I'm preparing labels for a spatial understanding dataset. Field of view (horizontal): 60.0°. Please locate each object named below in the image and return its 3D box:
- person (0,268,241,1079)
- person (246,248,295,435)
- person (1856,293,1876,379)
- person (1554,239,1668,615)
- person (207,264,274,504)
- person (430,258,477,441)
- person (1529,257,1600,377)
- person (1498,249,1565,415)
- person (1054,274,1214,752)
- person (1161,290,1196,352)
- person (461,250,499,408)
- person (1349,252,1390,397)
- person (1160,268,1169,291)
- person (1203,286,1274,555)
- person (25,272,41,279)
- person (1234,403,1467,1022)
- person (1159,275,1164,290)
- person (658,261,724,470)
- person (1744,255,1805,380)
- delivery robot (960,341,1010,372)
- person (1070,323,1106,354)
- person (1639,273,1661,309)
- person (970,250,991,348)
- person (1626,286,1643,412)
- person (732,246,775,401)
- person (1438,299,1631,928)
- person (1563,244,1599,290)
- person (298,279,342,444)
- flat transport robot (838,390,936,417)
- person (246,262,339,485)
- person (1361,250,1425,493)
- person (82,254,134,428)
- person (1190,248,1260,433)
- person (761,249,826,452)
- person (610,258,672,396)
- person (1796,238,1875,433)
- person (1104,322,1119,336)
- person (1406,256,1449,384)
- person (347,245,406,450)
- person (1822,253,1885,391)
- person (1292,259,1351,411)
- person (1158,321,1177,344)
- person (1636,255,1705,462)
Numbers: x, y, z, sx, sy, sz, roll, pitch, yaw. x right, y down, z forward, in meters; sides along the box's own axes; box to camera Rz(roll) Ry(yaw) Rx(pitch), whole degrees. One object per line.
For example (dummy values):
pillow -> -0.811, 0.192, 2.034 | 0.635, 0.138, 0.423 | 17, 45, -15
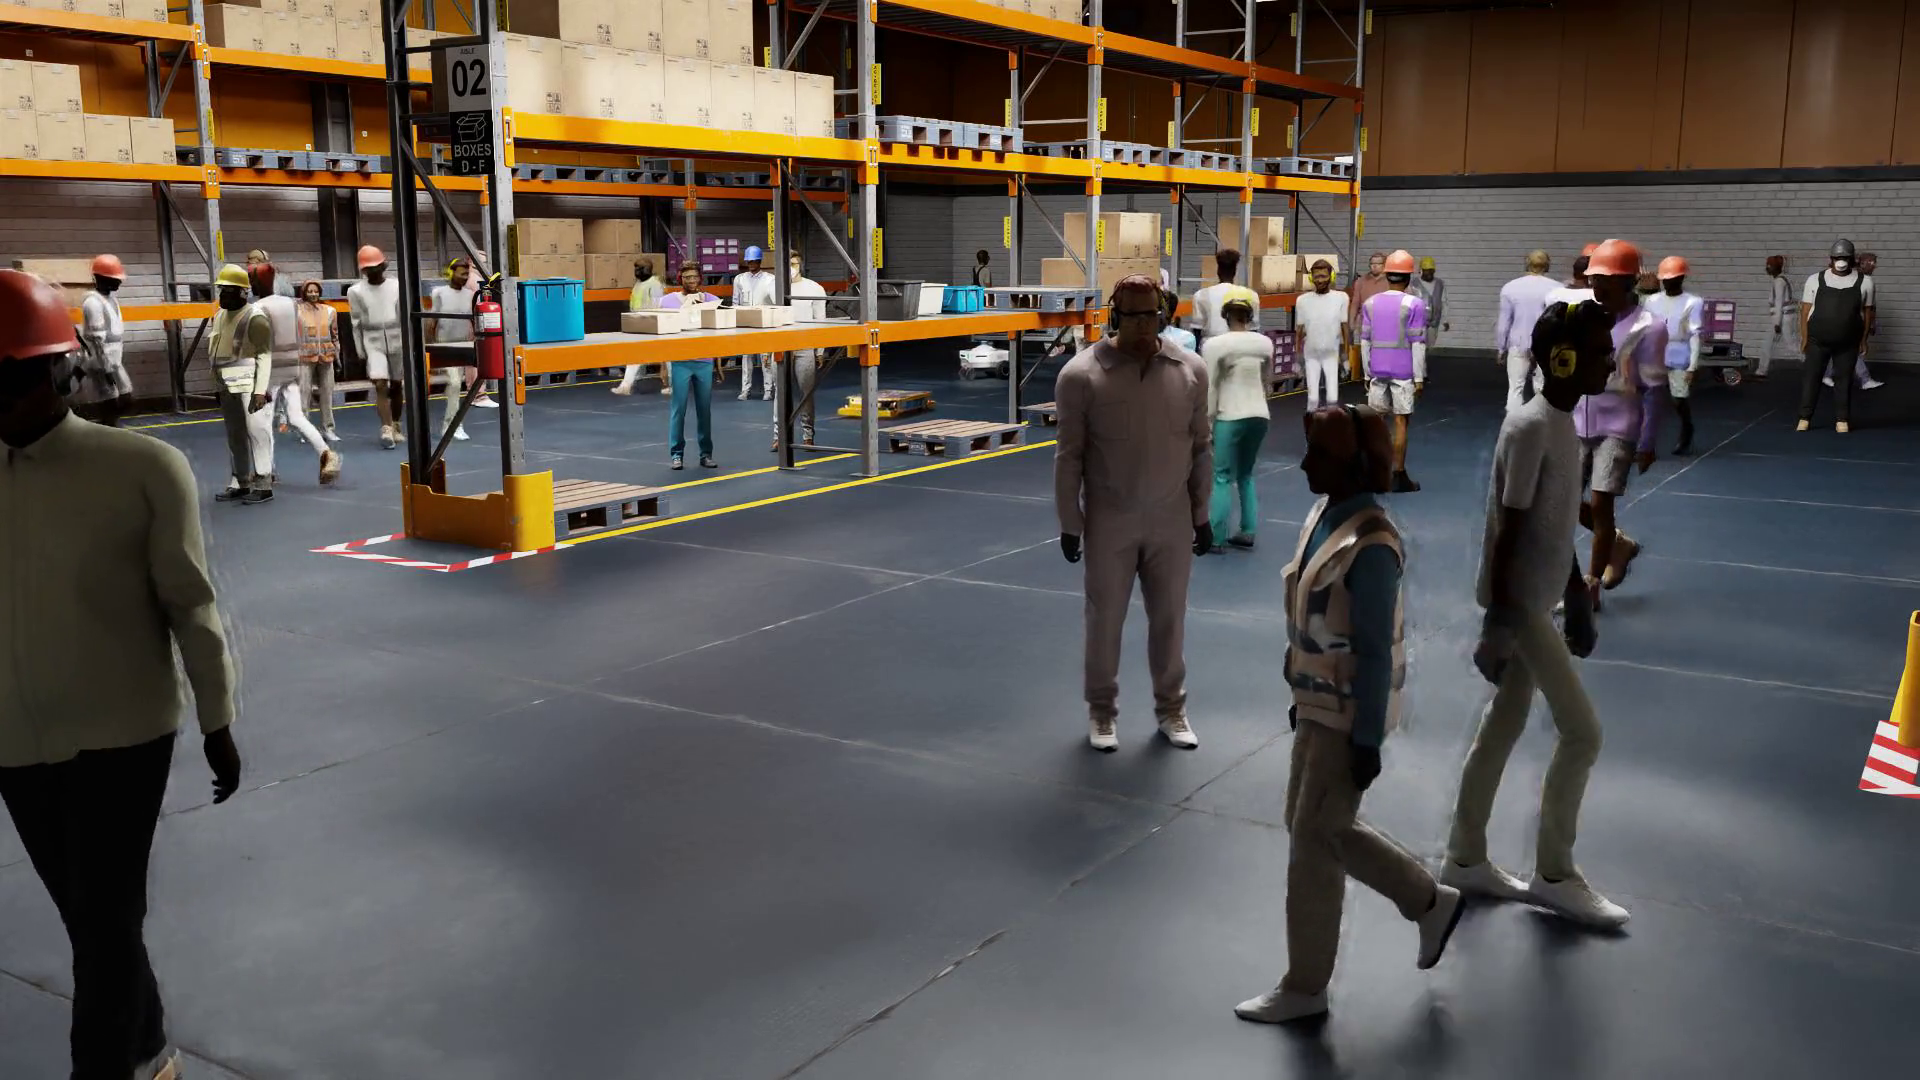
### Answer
person -> -1.927, 0.431, 3.461 | 0.660, 1.950, 0.957 | 0, 10, -1
person -> -7.234, -2.060, 17.342 | 0.627, 1.935, 0.372 | 1, 10, 4
person -> 13.020, -3.126, 24.194 | 0.527, 1.585, 0.833 | 3, 11, 15
person -> 3.527, -0.608, 9.029 | 0.665, 2.030, 0.623 | -6, 12, -32
person -> -5.548, -1.193, 12.806 | 0.591, 1.837, 0.403 | 6, 12, 30
person -> -5.058, -1.916, 16.815 | 0.775, 1.831, 0.541 | 9, 14, 41
person -> 5.720, -1.695, 15.535 | 0.931, 1.859, 0.647 | -9, 14, -41
person -> 5.599, -1.876, 16.305 | 0.635, 1.936, 0.353 | 4, 11, 21
person -> 0.697, -0.099, 6.601 | 0.652, 1.895, 0.400 | -2, 10, -12
person -> 1.548, -1.101, 12.823 | 0.536, 1.653, 0.891 | 2, 10, 12
person -> -5.840, -2.558, 20.198 | 0.406, 1.902, 0.637 | -6, 12, -32
person -> 5.437, -2.825, 21.757 | 0.653, 1.875, 0.900 | 6, 12, 28
person -> 2.988, -3.630, 26.058 | 0.594, 1.926, 0.366 | 4, 11, 20
person -> 1.796, -0.775, 10.810 | 0.534, 1.730, 0.397 | -5, 11, -24
person -> -7.746, -1.351, 13.904 | 0.324, 1.760, 0.523 | -4, 11, -22
person -> 1.032, 0.449, 4.294 | 0.576, 1.619, 0.526 | 0, 10, -1
person -> 2.724, -3.378, 24.844 | 0.609, 1.879, 0.932 | 3, 11, 18
person -> -2.385, -1.548, 14.754 | 0.572, 1.841, 0.373 | -4, 11, -23
person -> 11.872, -3.163, 23.799 | 0.966, 1.831, 0.588 | 4, 11, 21
delivery robot -> 0.358, -2.657, 24.196 | 0.707, 0.478, 0.477 | -5, 12, -22
person -> 1.597, -2.576, 21.028 | 0.530, 1.626, 0.436 | 8, 13, 38
person -> 8.261, -2.389, 20.027 | 0.497, 1.626, 0.288 | 6, 12, 29
person -> 0.402, -4.253, 29.737 | 0.346, 1.846, 0.505 | -9, 14, -41
person -> 7.523, -2.308, 19.066 | 0.823, 1.812, 0.624 | 2, 10, 10
person -> -2.574, -2.725, 20.983 | 0.617, 1.946, 0.397 | 1, 10, 8
person -> 1.797, 0.219, 4.946 | 0.717, 1.844, 0.557 | 5, 11, 26
person -> 6.970, -2.284, 18.473 | 0.634, 1.994, 0.498 | 4, 11, 23
person -> -6.447, -1.784, 16.632 | 0.523, 1.638, 0.310 | -9, 14, -42
flat transport robot -> -0.839, -1.607, 19.439 | 0.652, 0.197, 1.431 | 4, 11, 20
person -> -5.529, -1.341, 13.583 | 0.831, 1.855, 0.584 | 5, 11, 24
person -> 3.507, -1.352, 13.407 | 0.362, 1.936, 0.552 | -9, 14, -42
person -> -7.636, -1.595, 14.876 | 0.549, 1.901, 0.590 | -1, 10, -5
person -> 2.380, -1.637, 14.940 | 0.617, 1.949, 0.418 | 2, 10, 12
person -> -1.596, -1.806, 15.928 | 0.639, 1.937, 0.356 | 0, 10, 0
person -> -4.071, -2.767, 21.656 | 0.984, 1.794, 0.642 | -8, 13, -38
person -> 9.212, -2.144, 17.509 | 0.674, 2.000, 0.537 | 5, 11, 26
person -> 2.384, -3.683, 26.326 | 0.641, 1.951, 0.931 | 3, 11, 18
person -> 6.596, -3.134, 23.657 | 0.579, 1.808, 0.815 | -2, 10, -10
person -> -5.616, -1.873, 16.229 | 0.629, 1.966, 1.086 | -4, 11, -21
person -> 12.190, -2.966, 22.613 | 0.662, 1.848, 1.032 | -6, 12, -28
person -> 3.357, -1.677, 15.446 | 0.538, 1.846, 0.442 | 2, 10, 11
person -> 1.176, -0.804, 10.998 | 0.805, 1.700, 0.488 | -10, 14, -43
person -> 6.575, -1.670, 15.331 | 0.546, 1.896, 0.914 | 9, 14, 42
